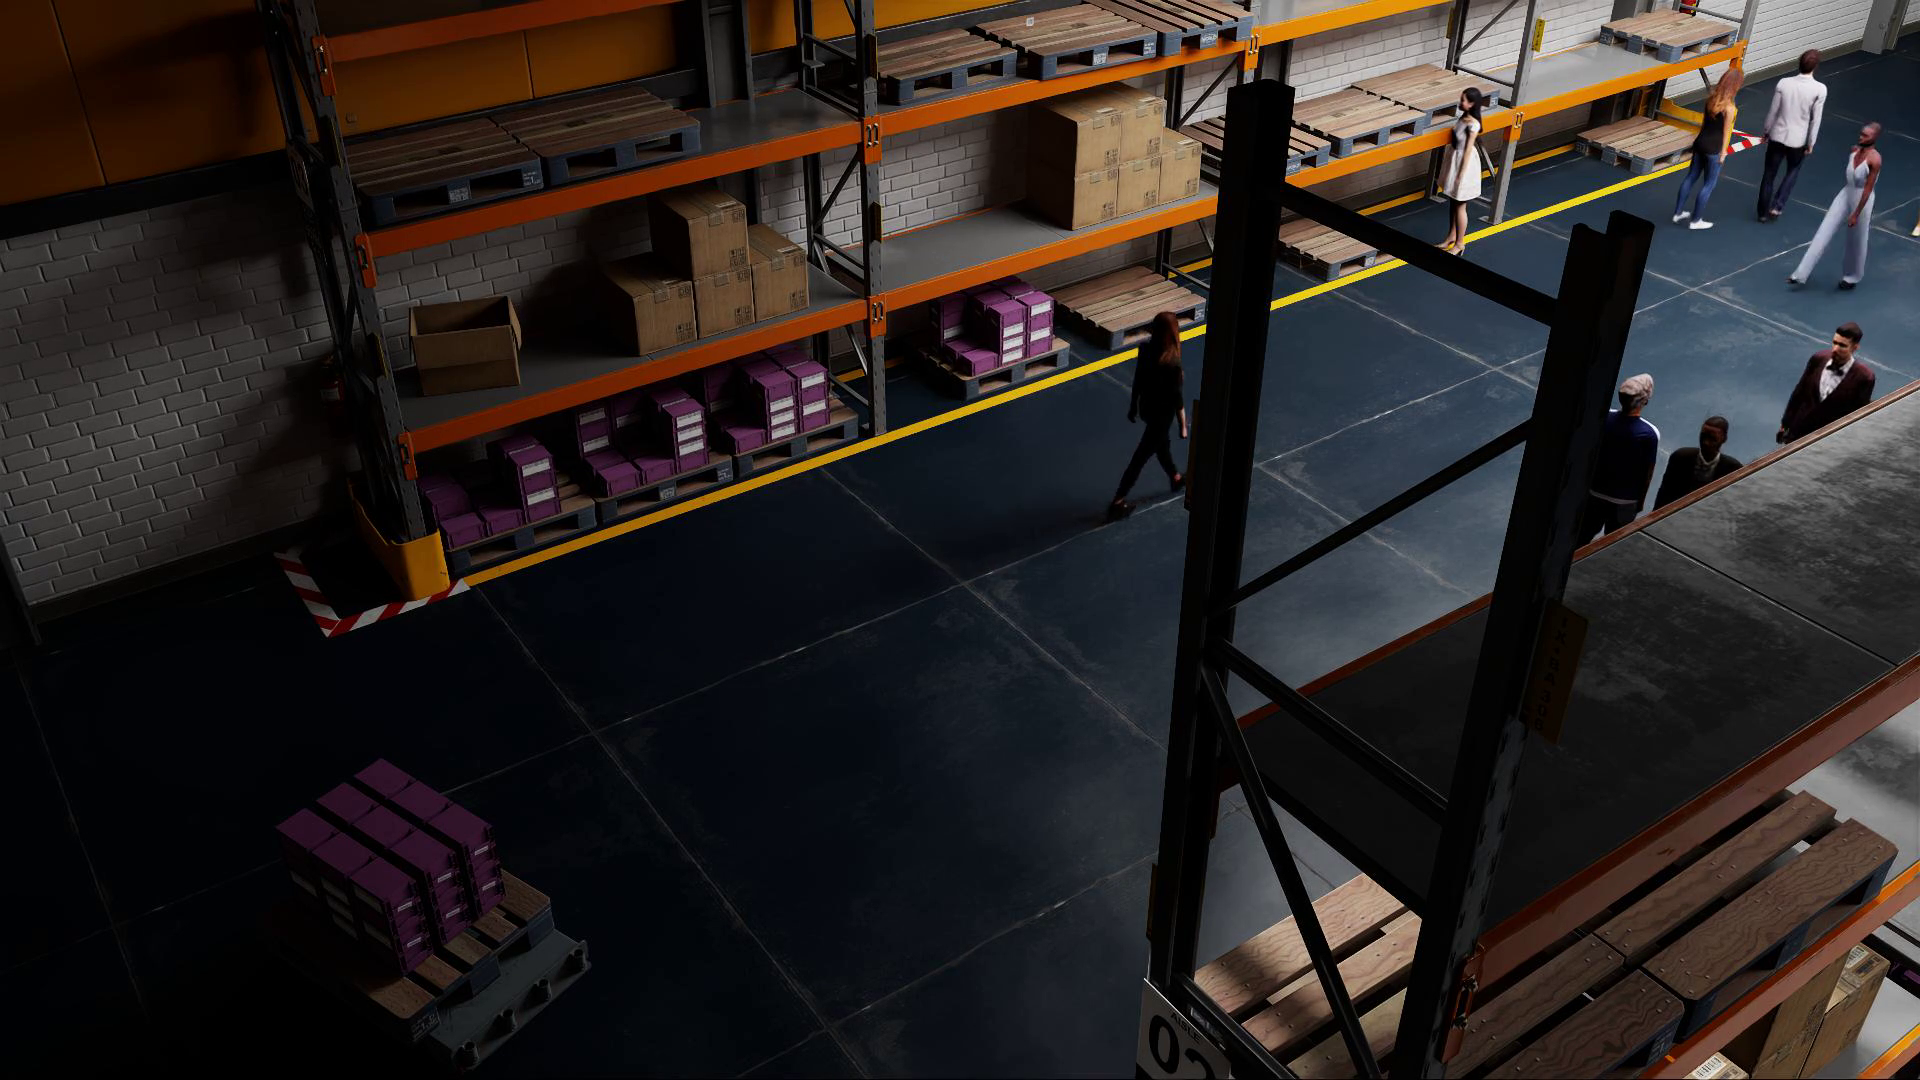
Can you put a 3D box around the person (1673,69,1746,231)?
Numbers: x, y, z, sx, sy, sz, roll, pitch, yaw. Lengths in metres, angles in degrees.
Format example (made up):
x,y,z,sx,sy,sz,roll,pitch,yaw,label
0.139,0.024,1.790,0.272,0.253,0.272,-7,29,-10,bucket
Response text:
x,y,z,sx,sy,sz,roll,pitch,yaw,label
7.952,-4.155,17.662,0.640,1.719,0.643,-9,35,-14,person

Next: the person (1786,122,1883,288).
x,y,z,sx,sy,sz,roll,pitch,yaw,label
8.823,-3.256,16.297,1.110,1.732,0.827,-7,34,-10,person

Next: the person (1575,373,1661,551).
x,y,z,sx,sy,sz,roll,pitch,yaw,label
4.643,-0.353,11.834,0.696,1.839,0.657,23,40,31,person

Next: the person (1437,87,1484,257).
x,y,z,sx,sy,sz,roll,pitch,yaw,label
5.120,-3.754,17.014,0.819,1.769,0.783,0,34,0,person

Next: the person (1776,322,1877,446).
x,y,z,sx,sy,sz,roll,pitch,yaw,label
6.489,-0.814,12.515,0.725,1.852,0.679,-20,39,-27,person

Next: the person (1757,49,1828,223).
x,y,z,sx,sy,sz,roll,pitch,yaw,label
8.809,-4.264,17.718,0.796,1.839,0.768,20,39,28,person

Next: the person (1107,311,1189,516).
x,y,z,sx,sy,sz,roll,pitch,yaw,label
1.440,-0.929,12.857,1.158,1.665,0.665,-19,38,-26,person

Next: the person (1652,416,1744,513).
x,y,z,sx,sy,sz,roll,pitch,yaw,label
5.044,-0.085,11.503,0.948,1.758,1.283,21,39,29,person
